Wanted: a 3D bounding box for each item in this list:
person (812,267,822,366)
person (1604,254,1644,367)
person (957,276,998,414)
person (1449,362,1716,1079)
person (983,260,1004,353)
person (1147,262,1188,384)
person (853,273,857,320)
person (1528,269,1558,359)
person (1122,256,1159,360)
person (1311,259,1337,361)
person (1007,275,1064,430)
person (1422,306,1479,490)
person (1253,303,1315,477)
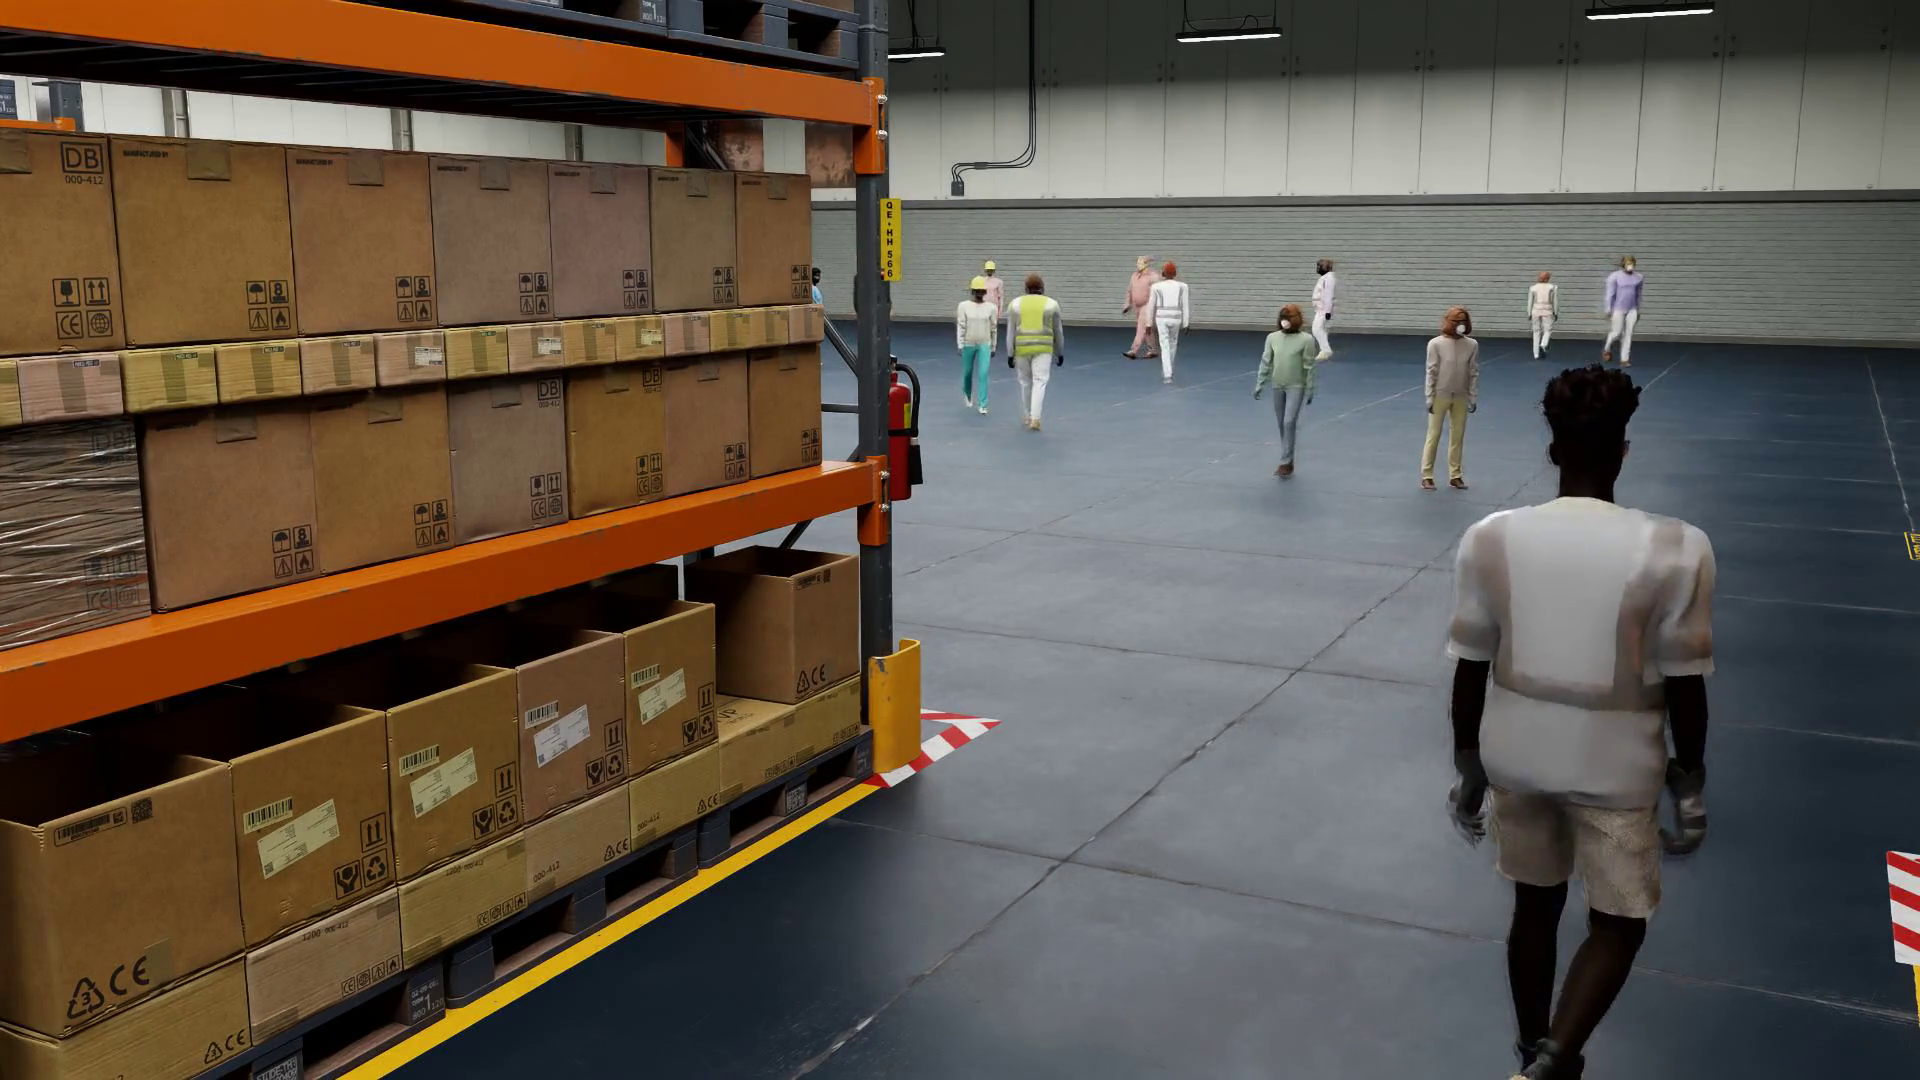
[{"bbox_3d":[-2.501,-3.790,28.338,0.321,1.699,0.537,1,10,3],"label":"person"},{"bbox_3d":[11.352,-3.927,28.479,0.644,1.924,0.663,-1,10,-5],"label":"person"},{"bbox_3d":[0.216,-2.495,21.168,0.522,1.742,0.774,0,10,-1],"label":"person"},{"bbox_3d":[1.459,0.549,4.008,0.622,1.947,0.704,8,13,38],"label":"person"},{"bbox_3d":[0.565,-4.454,31.790,0.544,1.754,0.364,1,10,3],"label":"person"},{"bbox_3d":[3.164,-3.310,25.372,0.598,1.832,0.980,-1,10,-3],"label":"person"},{"bbox_3d":[-1.522,-4.008,28.827,0.643,1.966,0.694,-4,11,-21],"label":"person"},{"bbox_3d":[10.530,-4.073,30.082,0.533,1.622,0.406,6,12,29],"label":"person"},{"bbox_3d":[3.278,-4.203,30.167,0.980,1.854,0.653,-7,12,-33],"label":"person"},{"bbox_3d":[6.455,-4.085,29.602,0.458,1.823,0.649,0,10,2],"label":"person"},{"bbox_3d":[0.877,-2.186,19.385,0.646,1.792,0.963,2,11,13],"label":"person"},{"bbox_3d":[4.328,-1.242,14.668,0.499,1.626,0.305,-2,11,-11],"label":"person"},{"bbox_3d":[2.984,-1.382,15.469,0.511,1.611,0.698,9,14,40],"label":"person"}]
